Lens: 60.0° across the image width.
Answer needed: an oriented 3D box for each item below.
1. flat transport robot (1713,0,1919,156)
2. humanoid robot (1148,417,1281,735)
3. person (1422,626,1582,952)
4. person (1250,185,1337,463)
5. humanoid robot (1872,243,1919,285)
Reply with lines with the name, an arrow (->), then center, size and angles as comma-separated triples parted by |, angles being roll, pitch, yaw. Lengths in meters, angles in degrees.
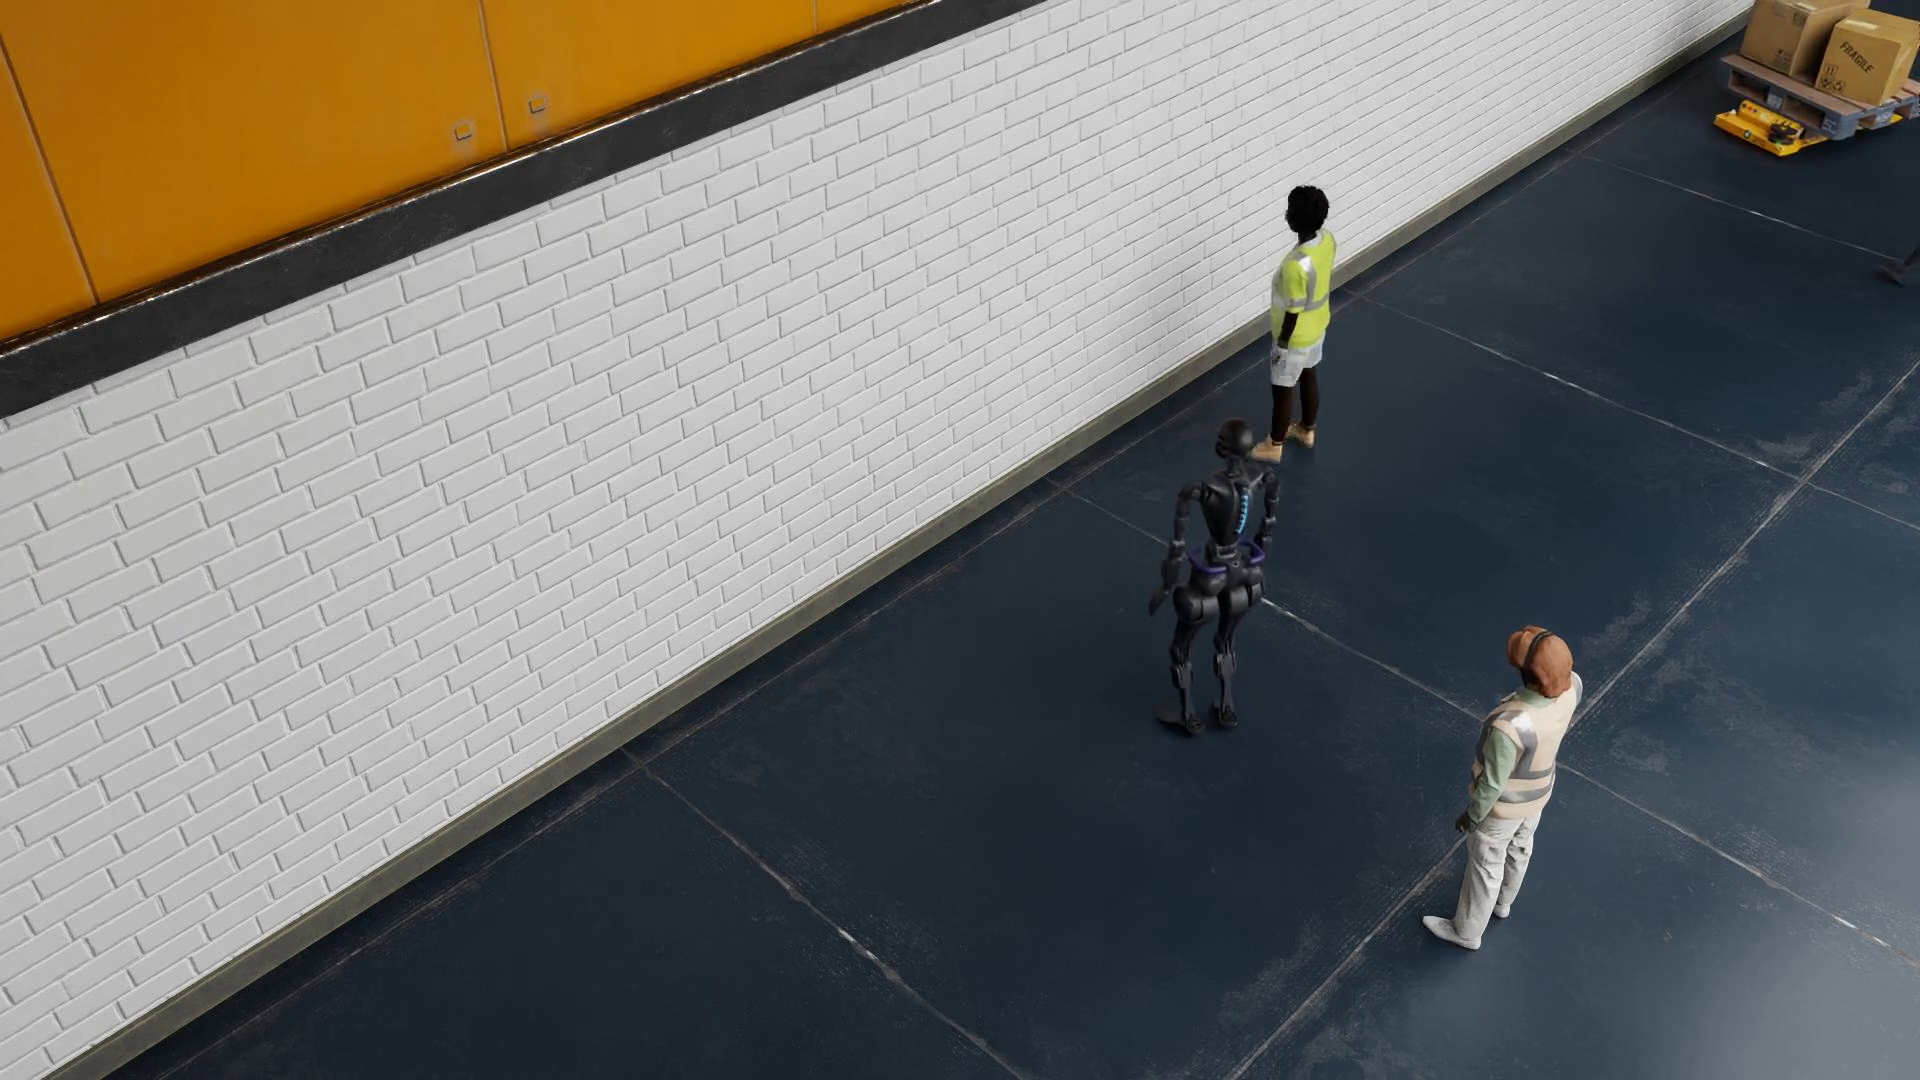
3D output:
flat transport robot -> 6.732, -3.383, 13.149 | 1.431, 0.231, 0.659 | -18, 42, -22
humanoid robot -> 1.175, 0.196, 7.551 | 0.590, 1.643, 0.400 | -17, 42, -20
person -> 2.166, 0.997, 6.575 | 0.514, 1.639, 0.308 | -29, 47, -31
person -> 1.865, -1.181, 9.266 | 0.366, 1.692, 0.545 | 21, 43, 24
humanoid robot -> 6.488, -2.264, 10.656 | 0.768, 1.629, 0.594 | 19, 43, 23
